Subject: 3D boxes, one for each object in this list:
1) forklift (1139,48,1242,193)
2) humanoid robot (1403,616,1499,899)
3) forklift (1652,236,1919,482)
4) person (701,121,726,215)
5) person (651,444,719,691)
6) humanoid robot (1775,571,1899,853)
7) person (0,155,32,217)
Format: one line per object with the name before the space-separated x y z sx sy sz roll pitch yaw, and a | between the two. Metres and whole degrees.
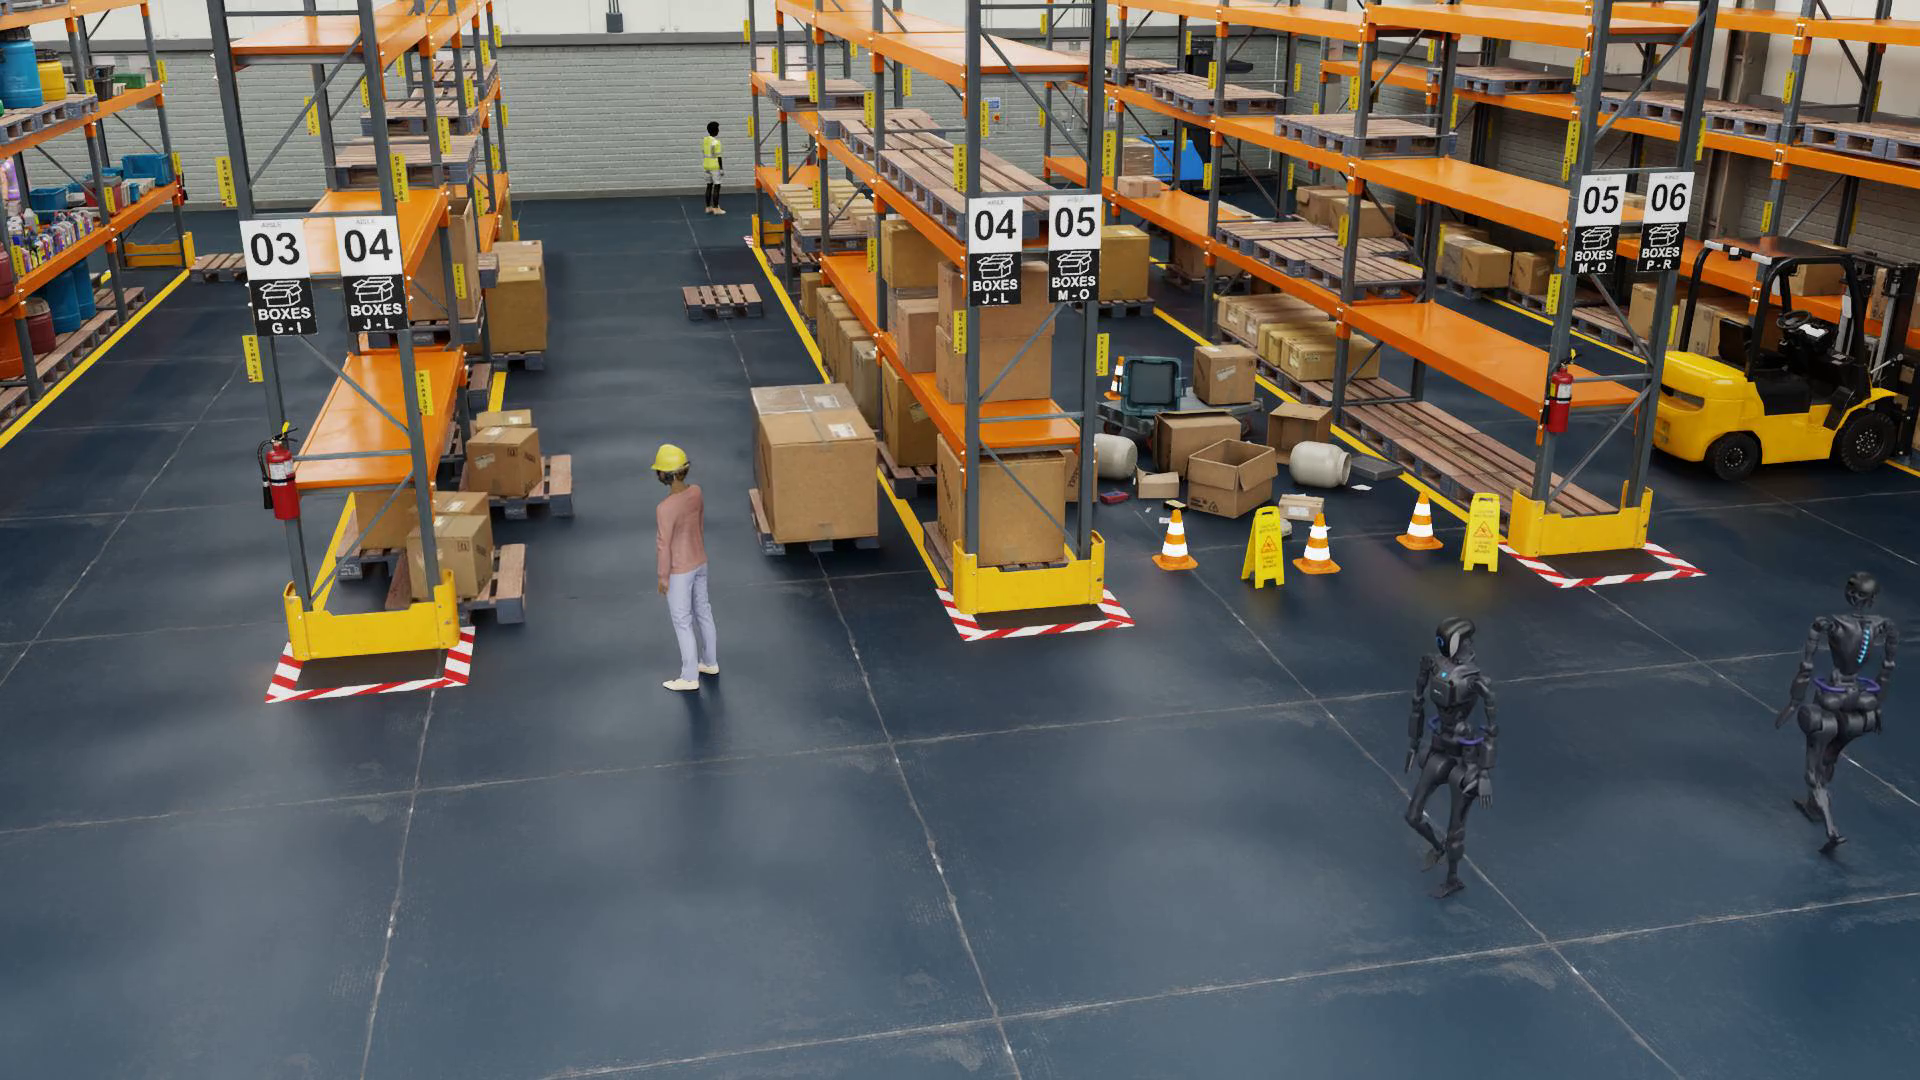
forklift | 4.566 -8.313 32.860 1.873 2.768 1.129 -4 21 -12
humanoid robot | 2.694 1.174 9.028 0.365 1.645 0.611 -13 24 -31
forklift | 8.013 -1.814 16.330 2.313 2.155 1.214 -4 21 -12
person | -4.531 -6.831 30.559 0.537 1.687 0.319 19 28 41
person | -1.945 0.186 11.568 0.340 1.759 0.520 8 22 21
humanoid robot | 5.104 0.979 9.605 0.611 1.650 0.708 -1 20 -2
person | -15.367 -5.564 27.150 0.348 1.688 0.490 10 23 26
